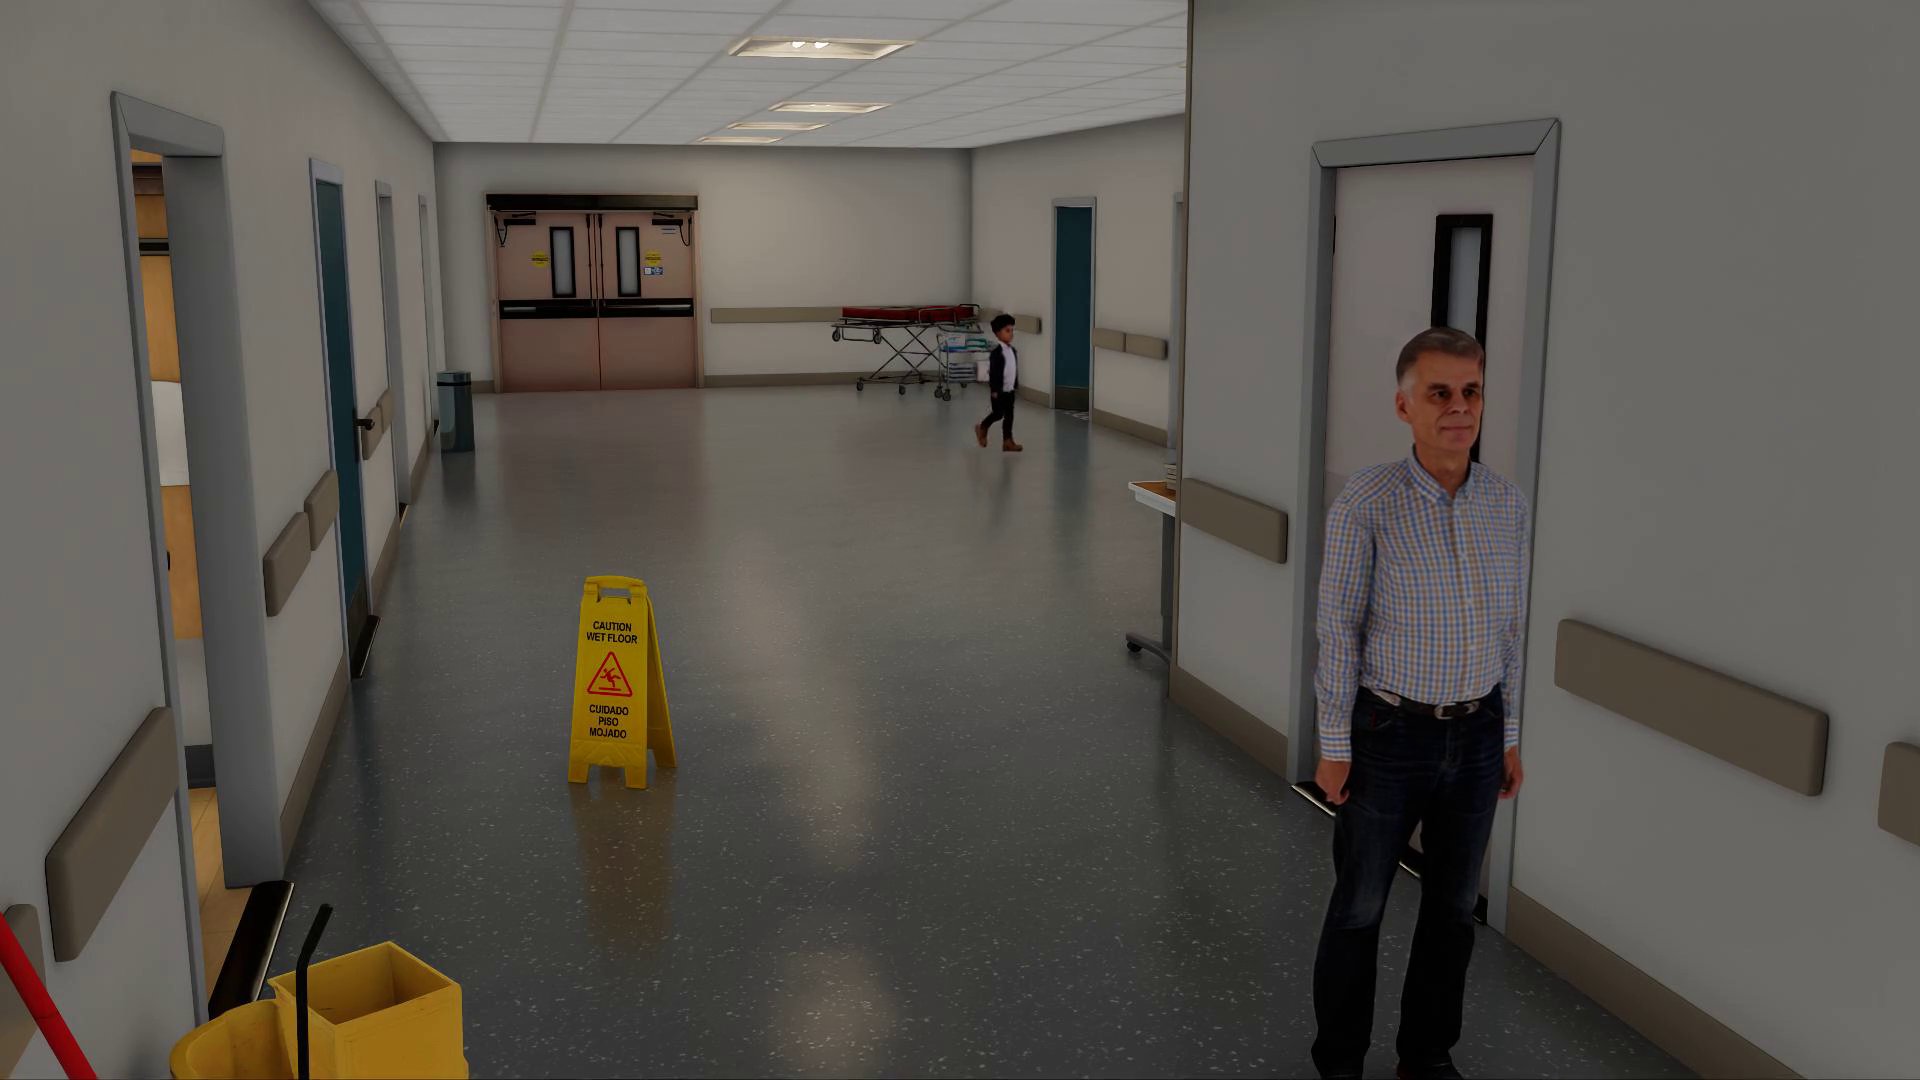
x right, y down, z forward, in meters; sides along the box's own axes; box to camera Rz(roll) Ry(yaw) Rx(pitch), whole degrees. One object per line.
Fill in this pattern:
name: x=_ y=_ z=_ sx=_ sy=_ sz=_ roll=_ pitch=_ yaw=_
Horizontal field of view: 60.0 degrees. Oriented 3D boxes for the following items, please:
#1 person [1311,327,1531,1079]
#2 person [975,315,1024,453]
person: x=1.041 y=0.426 z=3.751 sx=0.665 sy=1.818 sz=0.563 roll=-2 pitch=11 yaw=-11
person: x=0.343 y=-1.394 z=14.843 sx=0.809 sy=1.218 sz=0.707 roll=9 pitch=14 yaw=40
